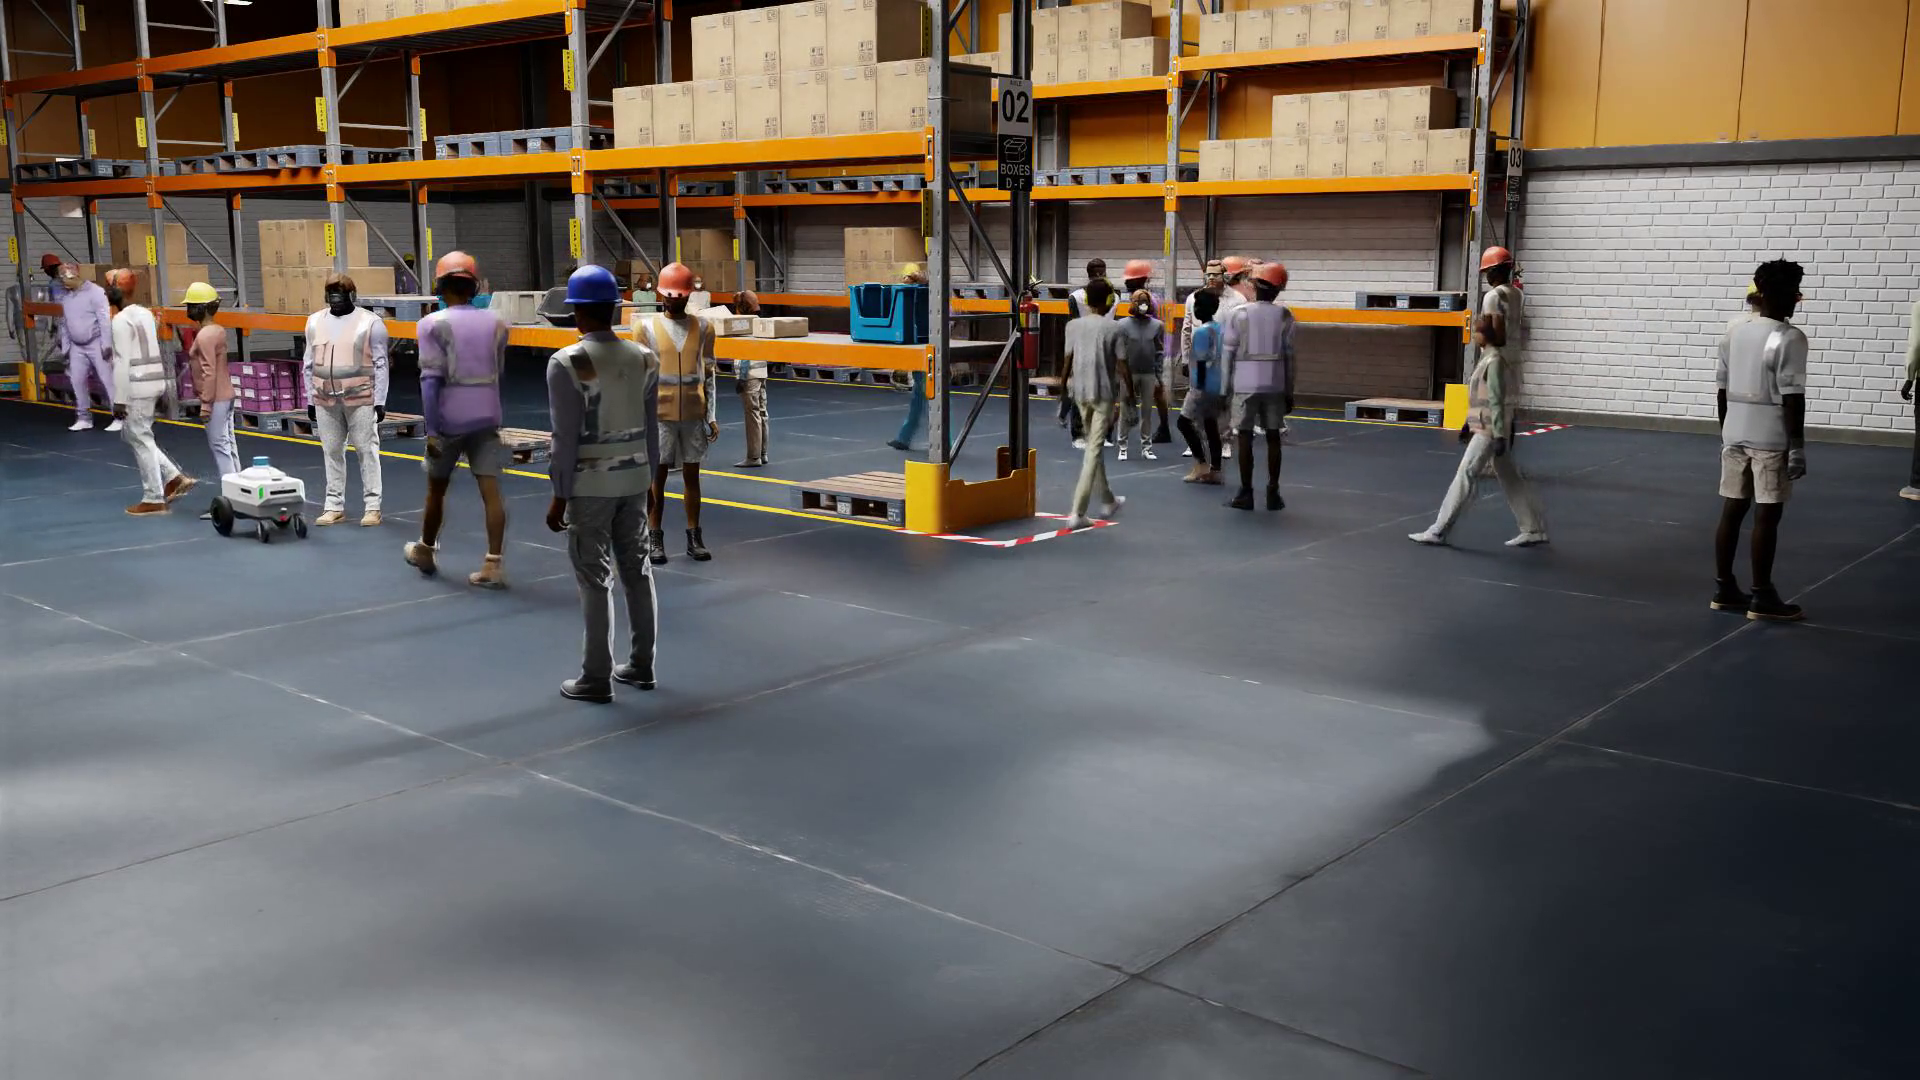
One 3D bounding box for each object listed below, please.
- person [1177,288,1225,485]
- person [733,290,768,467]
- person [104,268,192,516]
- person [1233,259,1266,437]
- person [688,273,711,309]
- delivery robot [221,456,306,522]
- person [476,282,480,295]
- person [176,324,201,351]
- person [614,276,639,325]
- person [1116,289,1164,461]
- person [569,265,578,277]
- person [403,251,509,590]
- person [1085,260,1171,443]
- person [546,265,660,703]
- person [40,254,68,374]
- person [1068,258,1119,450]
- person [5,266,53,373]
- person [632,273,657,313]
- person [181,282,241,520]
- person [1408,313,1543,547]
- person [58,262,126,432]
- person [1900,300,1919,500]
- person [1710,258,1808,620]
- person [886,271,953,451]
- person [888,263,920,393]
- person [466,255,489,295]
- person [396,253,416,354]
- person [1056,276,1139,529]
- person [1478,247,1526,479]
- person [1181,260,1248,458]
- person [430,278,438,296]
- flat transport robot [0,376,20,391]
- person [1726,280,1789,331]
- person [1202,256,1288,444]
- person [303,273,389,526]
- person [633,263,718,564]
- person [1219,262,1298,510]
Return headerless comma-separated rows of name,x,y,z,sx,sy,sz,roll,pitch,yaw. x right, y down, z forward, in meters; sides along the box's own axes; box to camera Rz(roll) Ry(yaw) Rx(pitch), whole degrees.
person,2.059,-1.294,14.168,0.443,1.678,0.547,5,11,26
person,-1.937,-1.493,15.425,0.309,1.640,0.514,2,10,11
person,-6.203,-1.105,12.553,0.438,1.871,0.574,-2,10,-11
person,3.142,-2.065,17.921,0.409,1.906,0.651,7,12,34
person,-4.074,-3.320,25.841,0.507,1.632,0.268,-8,13,-38
delivery robot,-4.905,-0.345,11.704,0.477,0.478,0.707,-10,14,-44
person,-7.482,-3.307,25.120,0.517,1.865,0.328,-1,10,-8
person,-10.976,-3.020,23.778,0.384,1.749,0.541,6,12,31
person,-3.989,-2.245,19.545,0.319,1.697,0.533,7,12,33
person,1.708,-1.574,15.890,0.497,1.636,0.285,-2,10,-9
person,-4.057,-2.056,18.029,0.572,1.846,0.623,-8,13,-39
person,-3.046,-0.729,10.061,0.610,1.987,1.045,-9,14,-43
person,1.782,-1.916,17.116,0.967,1.885,0.540,-3,10,-17
person,-1.601,-0.248,7.456,0.395,1.945,0.618,7,12,36
person,-13.450,-3.285,24.806,0.369,1.929,0.542,-3,10,-14
person,1.343,-1.876,16.810,0.590,1.919,0.394,-6,12,-31
person,-13.684,-3.158,24.487,0.599,1.796,0.751,-7,12,-36
person,-4.920,-3.358,26.056,0.286,1.635,0.499,7,12,33
person,-5.605,-1.036,12.458,0.323,1.769,0.523,-2,10,-12
person,3.556,-0.732,11.231,0.882,1.587,0.524,3,10,17
person,-9.618,-2.128,18.392,0.692,1.869,0.441,3,10,16
person,7.891,-1.305,13.339,0.623,1.993,0.384,1,10,8
person,4.403,-0.551,9.130,0.369,1.967,0.601,-3,10,-15
person,-0.384,-1.736,16.361,0.966,1.792,0.585,8,13,39
person,-0.752,-2.926,23.104,0.655,1.815,0.563,-9,13,-42
person,-7.706,-3.525,26.204,0.585,1.917,0.381,-2,10,-13
person,-10.457,-4.498,31.742,0.584,1.917,0.384,-7,12,-35
person,1.026,-1.016,12.218,0.543,1.811,0.978,7,12,33
person,4.716,-1.556,14.666,0.403,2.033,0.607,9,13,40
person,2.443,-1.742,16.083,0.643,1.909,0.410,4,11,21
person,-5.709,-2.074,18.550,0.877,1.706,0.497,8,13,39
flat transport robot,-13.313,-2.172,23.184,1.431,0.197,0.652,-3,10,-17
person,7.203,-1.493,15.083,0.548,1.751,0.397,6,11,29
person,2.915,-1.957,17.201,1.016,1.956,0.604,8,13,38
person,-4.479,-1.015,12.122,0.628,1.846,0.429,1,10,4
person,-1.818,-0.809,10.711,0.543,1.928,0.374,-4,11,-21
person,2.308,-1.165,12.842,0.591,1.899,0.398,-1,10,-3
